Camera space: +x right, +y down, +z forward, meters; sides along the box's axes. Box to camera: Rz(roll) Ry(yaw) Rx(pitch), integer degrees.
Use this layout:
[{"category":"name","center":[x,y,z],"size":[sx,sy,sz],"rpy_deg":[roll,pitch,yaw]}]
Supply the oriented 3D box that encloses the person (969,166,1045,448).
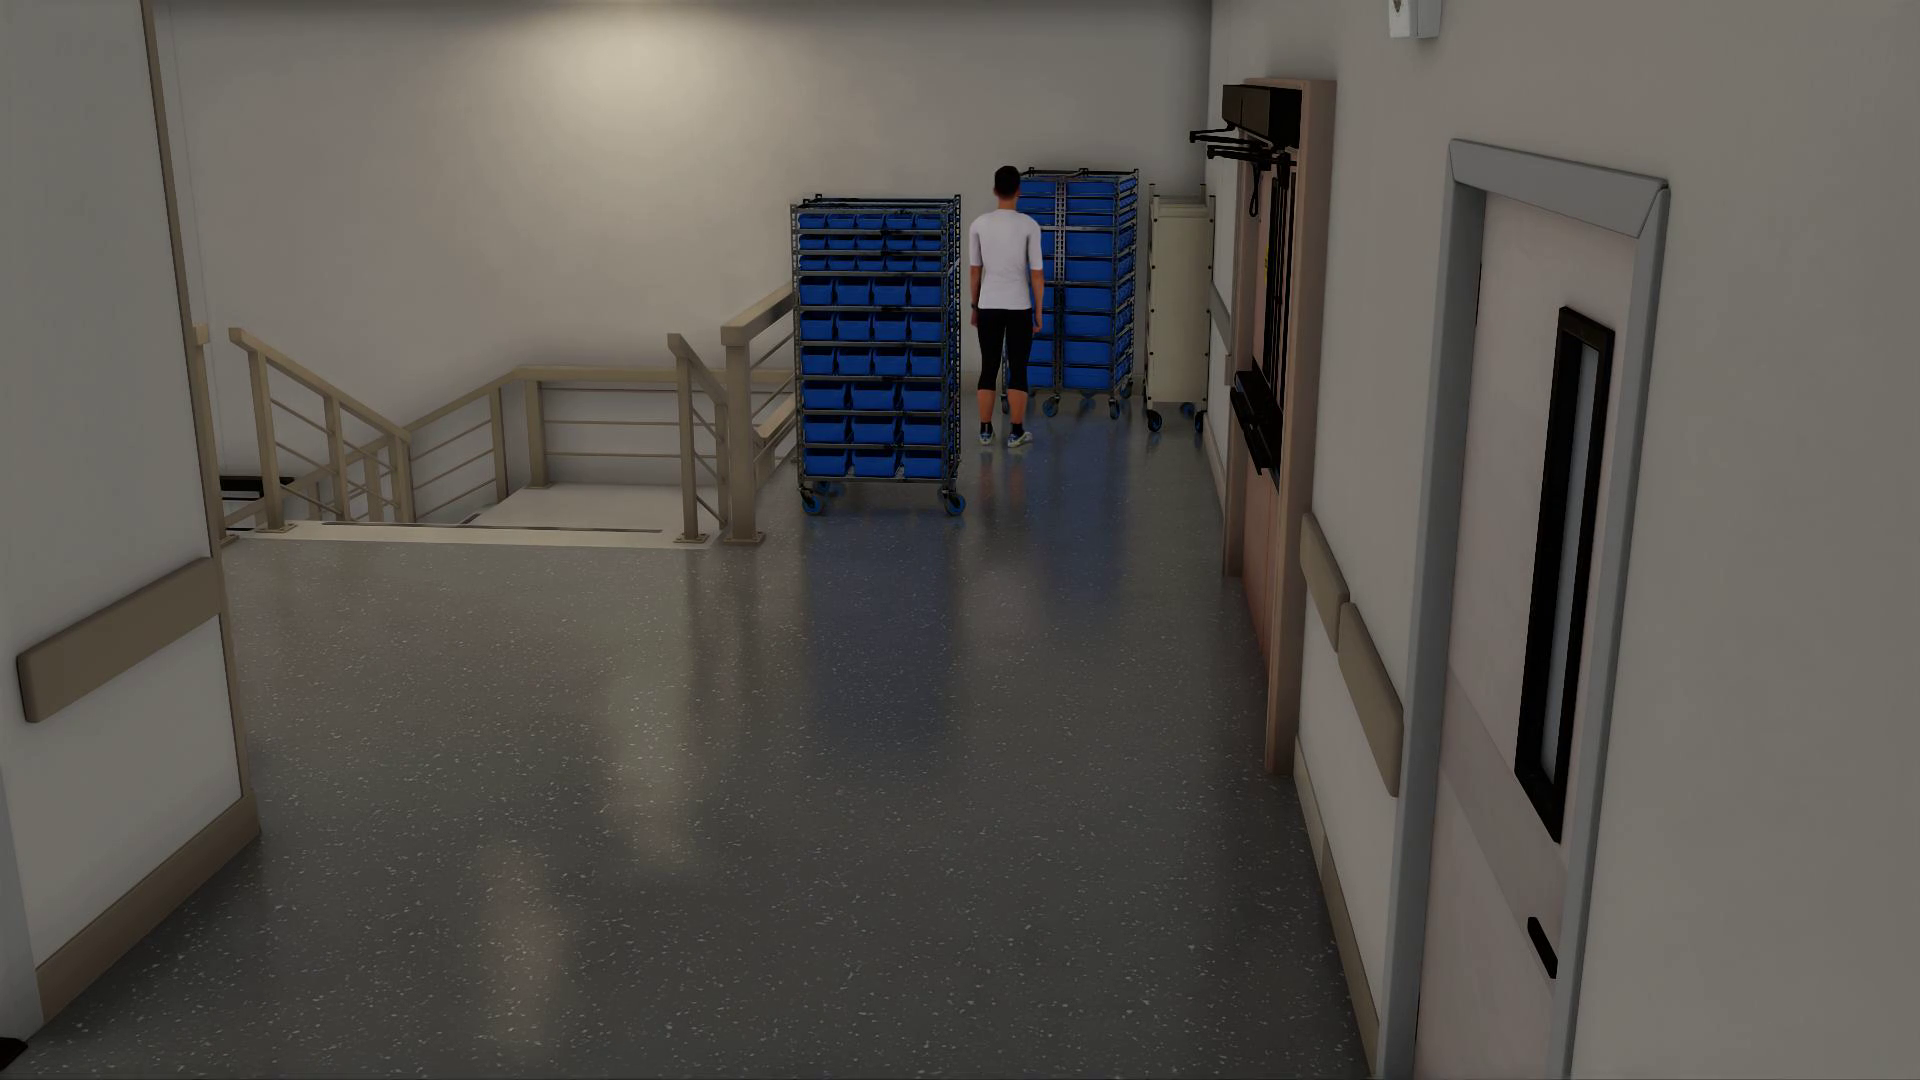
[{"category":"person","center":[0.299,-1.550,11.080],"size":[0.695,1.848,0.612],"rpy_deg":[4,16,15]}]
